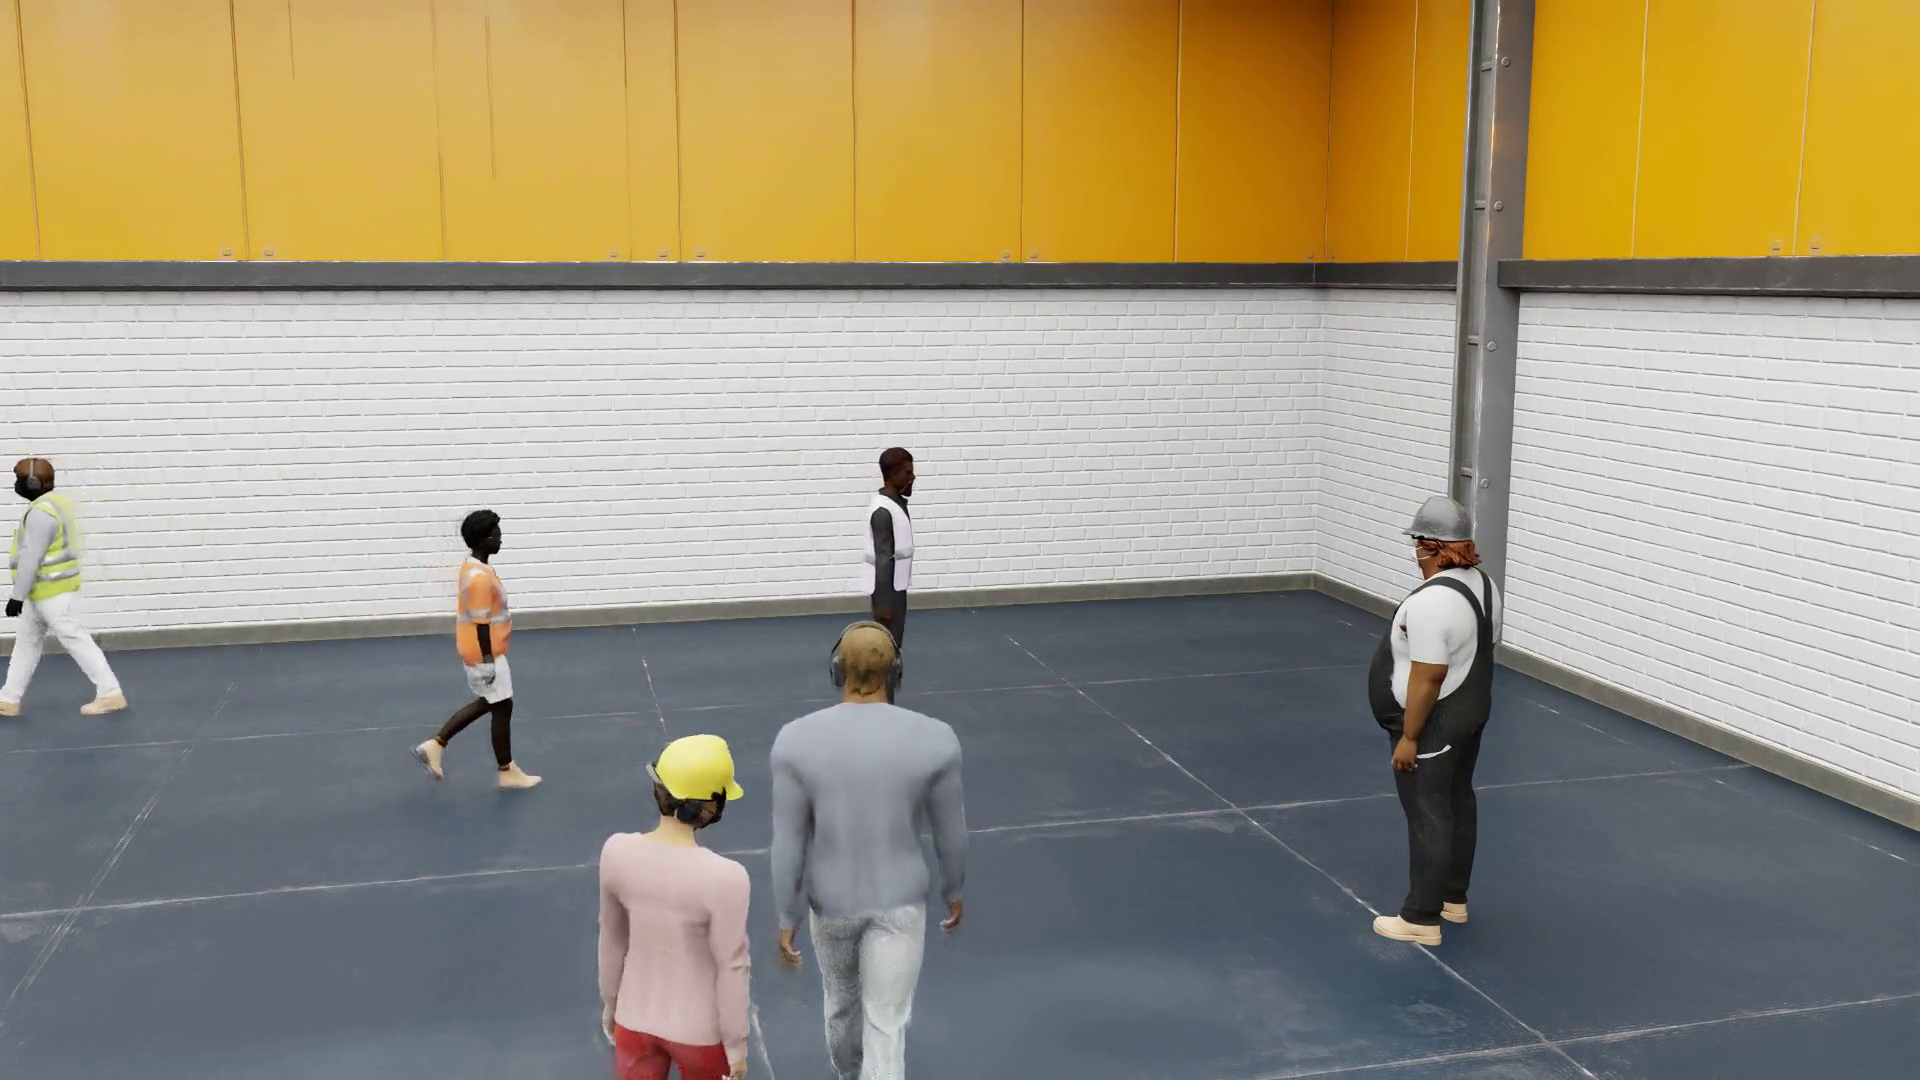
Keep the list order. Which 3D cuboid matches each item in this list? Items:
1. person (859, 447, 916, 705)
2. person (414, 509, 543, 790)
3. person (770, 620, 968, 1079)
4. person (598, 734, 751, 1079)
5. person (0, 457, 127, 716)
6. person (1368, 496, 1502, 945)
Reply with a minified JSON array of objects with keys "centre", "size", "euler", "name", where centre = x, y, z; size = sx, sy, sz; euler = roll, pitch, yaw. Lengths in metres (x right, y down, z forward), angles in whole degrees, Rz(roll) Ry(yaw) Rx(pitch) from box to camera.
[{"centre":[-0.461,0.345,10.857],"size":[0.378,1.916,0.596],"euler":[1,9,4],"name":"person"},{"centre":[-2.816,0.650,9.664],"size":[0.641,1.680,0.538],"euler":[-4,10,-22],"name":"person"},{"centre":[-0.299,1.193,5.654],"size":[0.647,1.879,1.035],"euler":[0,9,1],"name":"person"},{"centre":[-0.853,1.408,4.803],"size":[0.554,1.725,0.746],"euler":[4,10,25],"name":"person"},{"centre":[-6.233,0.331,11.333],"size":[0.964,1.797,0.620],"euler":[-4,10,-24],"name":"person"},{"centre":[2.128,0.805,7.596],"size":[0.536,2.000,0.676],"euler":[7,12,39],"name":"person"}]
